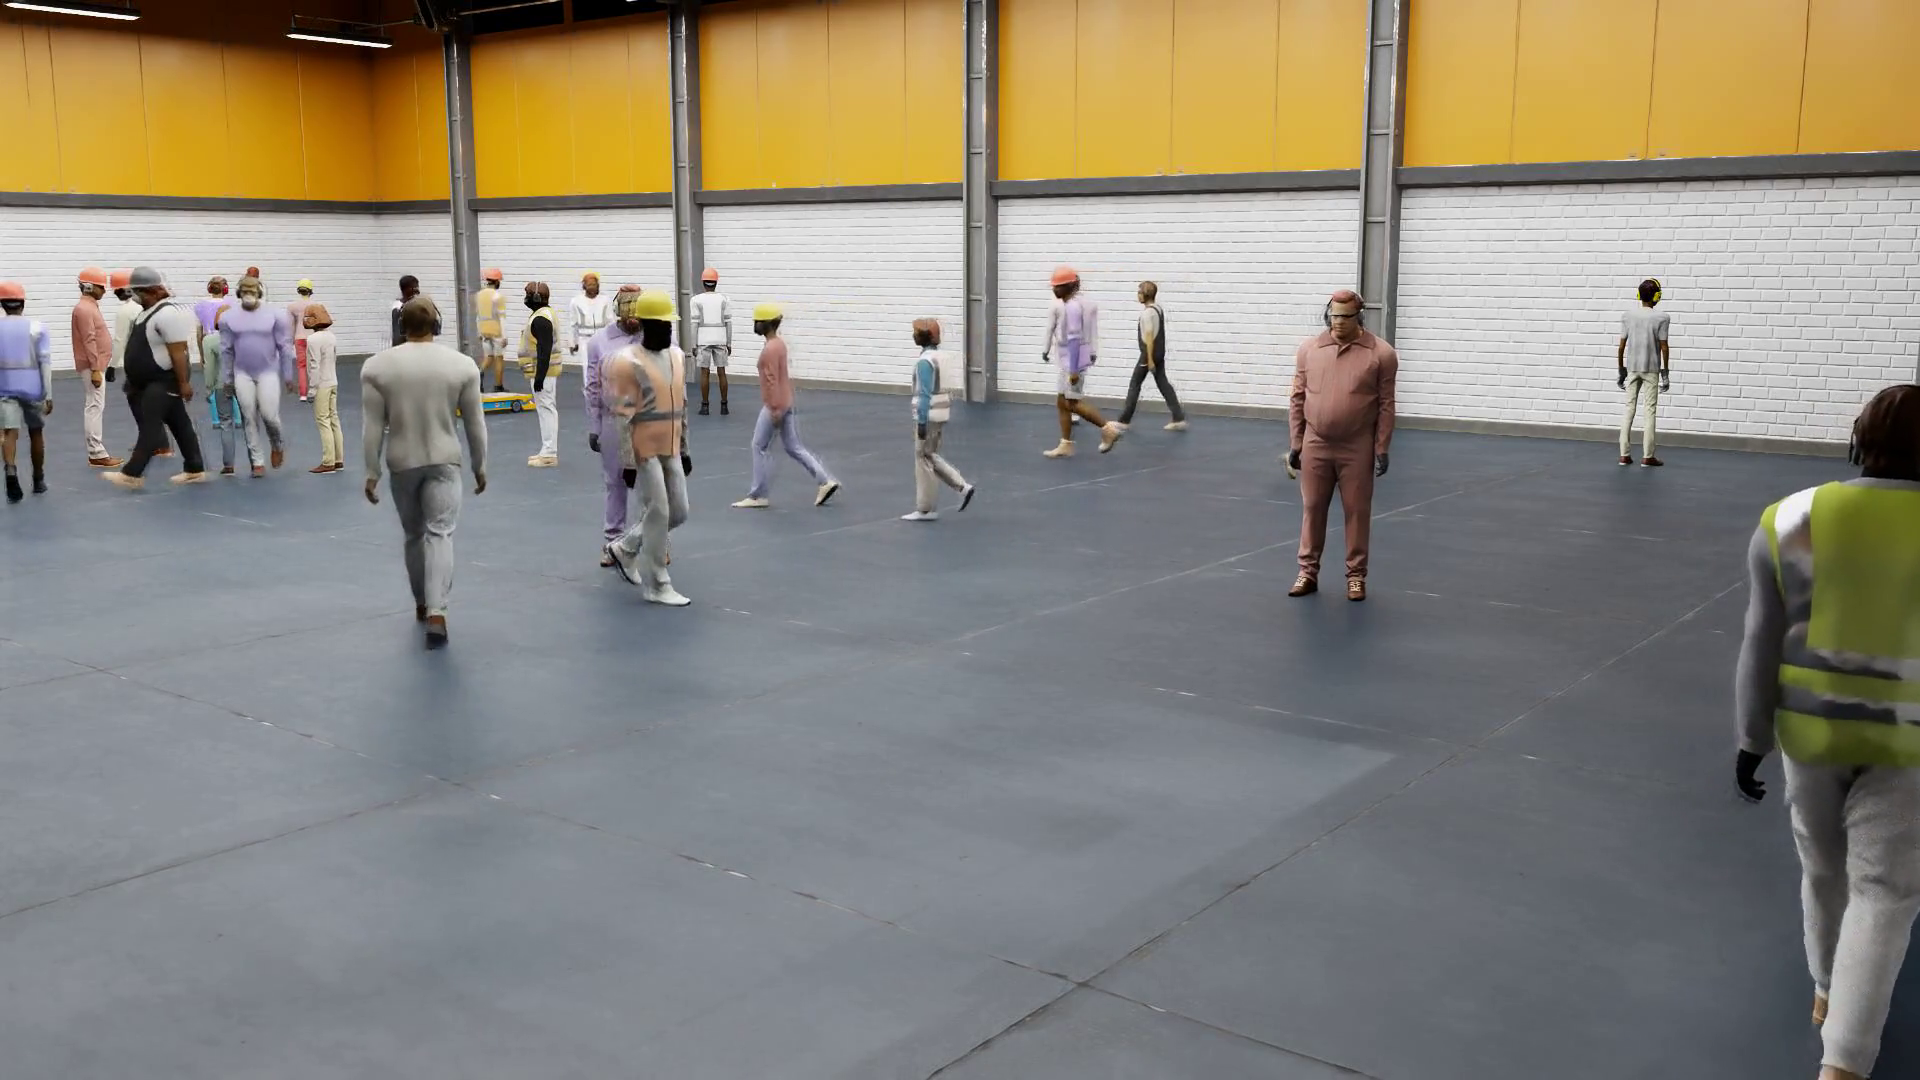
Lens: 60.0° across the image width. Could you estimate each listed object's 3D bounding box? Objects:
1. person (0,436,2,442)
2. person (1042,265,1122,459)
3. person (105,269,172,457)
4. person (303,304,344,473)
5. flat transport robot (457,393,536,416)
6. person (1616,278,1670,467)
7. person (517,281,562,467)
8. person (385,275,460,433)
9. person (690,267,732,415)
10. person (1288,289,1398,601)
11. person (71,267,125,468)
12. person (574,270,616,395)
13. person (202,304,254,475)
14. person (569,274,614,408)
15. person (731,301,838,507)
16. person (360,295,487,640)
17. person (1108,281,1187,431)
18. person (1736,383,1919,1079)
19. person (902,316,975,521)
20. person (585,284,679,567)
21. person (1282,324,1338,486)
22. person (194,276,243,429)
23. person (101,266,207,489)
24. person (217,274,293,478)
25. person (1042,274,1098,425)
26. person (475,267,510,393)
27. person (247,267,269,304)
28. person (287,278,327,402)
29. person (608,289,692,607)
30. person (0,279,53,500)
[{"bbox_3d":[-11.132,-2.001,18.469,1.018,1.902,0.618,3,10,18],"label":"person"},{"bbox_3d":[1.246,-1.812,17.059,0.759,2.011,0.630,0,10,-1],"label":"person"},{"bbox_3d":[-8.568,-1.825,17.283,0.711,1.946,0.642,0,10,-1],"label":"person"},{"bbox_3d":[-6.171,-1.460,16.086,0.274,1.632,0.507,0,10,2],"label":"person"},{"bbox_3d":[-6.367,-1.821,22.149,0.652,0.197,1.431,8,12,37],"label":"flat transport robot"},{"bbox_3d":[6.826,-1.665,16.597,0.531,1.870,0.316,9,13,43],"label":"person"},{"bbox_3d":[-4.187,-1.652,16.601,0.429,1.845,0.621,-2,10,-11],"label":"person"},{"bbox_3d":[-6.411,-2.157,19.472,0.998,1.866,0.611,0,10,-1],"label":"person"},{"bbox_3d":[-3.269,-2.606,21.875,0.545,1.938,0.362,-3,10,-17],"label":"person"},{"bbox_3d":[2.316,-0.576,10.173,0.636,1.901,0.406,4,11,24],"label":"person"},{"bbox_3d":[-8.569,-1.707,16.503,0.391,1.986,0.609,-5,11,-26],"label":"person"},{"bbox_3d":[-5.290,-2.937,23.988,0.592,1.890,0.964,-8,13,-40],"label":"person"},{"bbox_3d":[-6.968,-1.435,15.945,0.507,1.631,0.267,-7,12,-34],"label":"person"},{"bbox_3d":[-4.975,-2.685,22.641,0.605,1.837,0.895,-5,11,-26],"label":"person"},{"bbox_3d":[-1.454,-1.120,13.836,0.840,1.736,0.533,1,10,6],"label":"person"},{"bbox_3d":[-2.964,-0.408,9.240,0.649,1.893,1.027,-2,10,-11],"label":"person"},{"bbox_3d":[2.291,-2.192,19.914,0.982,1.800,0.513,5,11,29],"label":"person"},{"bbox_3d":[2.293,0.508,4.176,0.639,1.800,0.950,7,12,37],"label":"person"},{"bbox_3d":[-0.192,-0.947,13.105,0.481,1.622,0.537,2,10,14],"label":"person"},{"bbox_3d":[-2.211,-0.771,11.270,0.643,1.913,0.408,-1,10,-7],"label":"person"},{"bbox_3d":[3.317,-1.311,15.079,0.635,1.684,0.534,5,11,28],"label":"person"},{"bbox_3d":[-8.920,-2.256,20.107,0.565,1.846,0.390,-2,10,-12],"label":"person"},{"bbox_3d":[-7.341,-1.475,14.991,0.994,2.000,0.705,-8,12,-37],"label":"person"},{"bbox_3d":[-6.673,-1.550,15.773,0.648,1.920,0.488,-2,10,-11],"label":"person"},{"bbox_3d":[1.342,-2.388,20.827,0.651,1.864,0.934,-4,10,-21],"label":"person"},{"bbox_3d":[-6.945,-3.068,24.610,0.574,1.920,0.550,4,11,24],"label":"person"},{"bbox_3d":[-12.732,-3.995,30.133,0.362,1.880,0.576,3,10,19],"label":"person"},{"bbox_3d":[-9.357,-2.863,23.871,0.526,1.768,0.330,-2,10,-13],"label":"person"},{"bbox_3d":[-1.891,-0.558,10.036,0.583,1.908,0.602,5,11,26],"label":"person"},{"bbox_3d":[-8.171,-1.302,14.413,0.553,1.906,0.899,-4,10,-22],"label":"person"}]
